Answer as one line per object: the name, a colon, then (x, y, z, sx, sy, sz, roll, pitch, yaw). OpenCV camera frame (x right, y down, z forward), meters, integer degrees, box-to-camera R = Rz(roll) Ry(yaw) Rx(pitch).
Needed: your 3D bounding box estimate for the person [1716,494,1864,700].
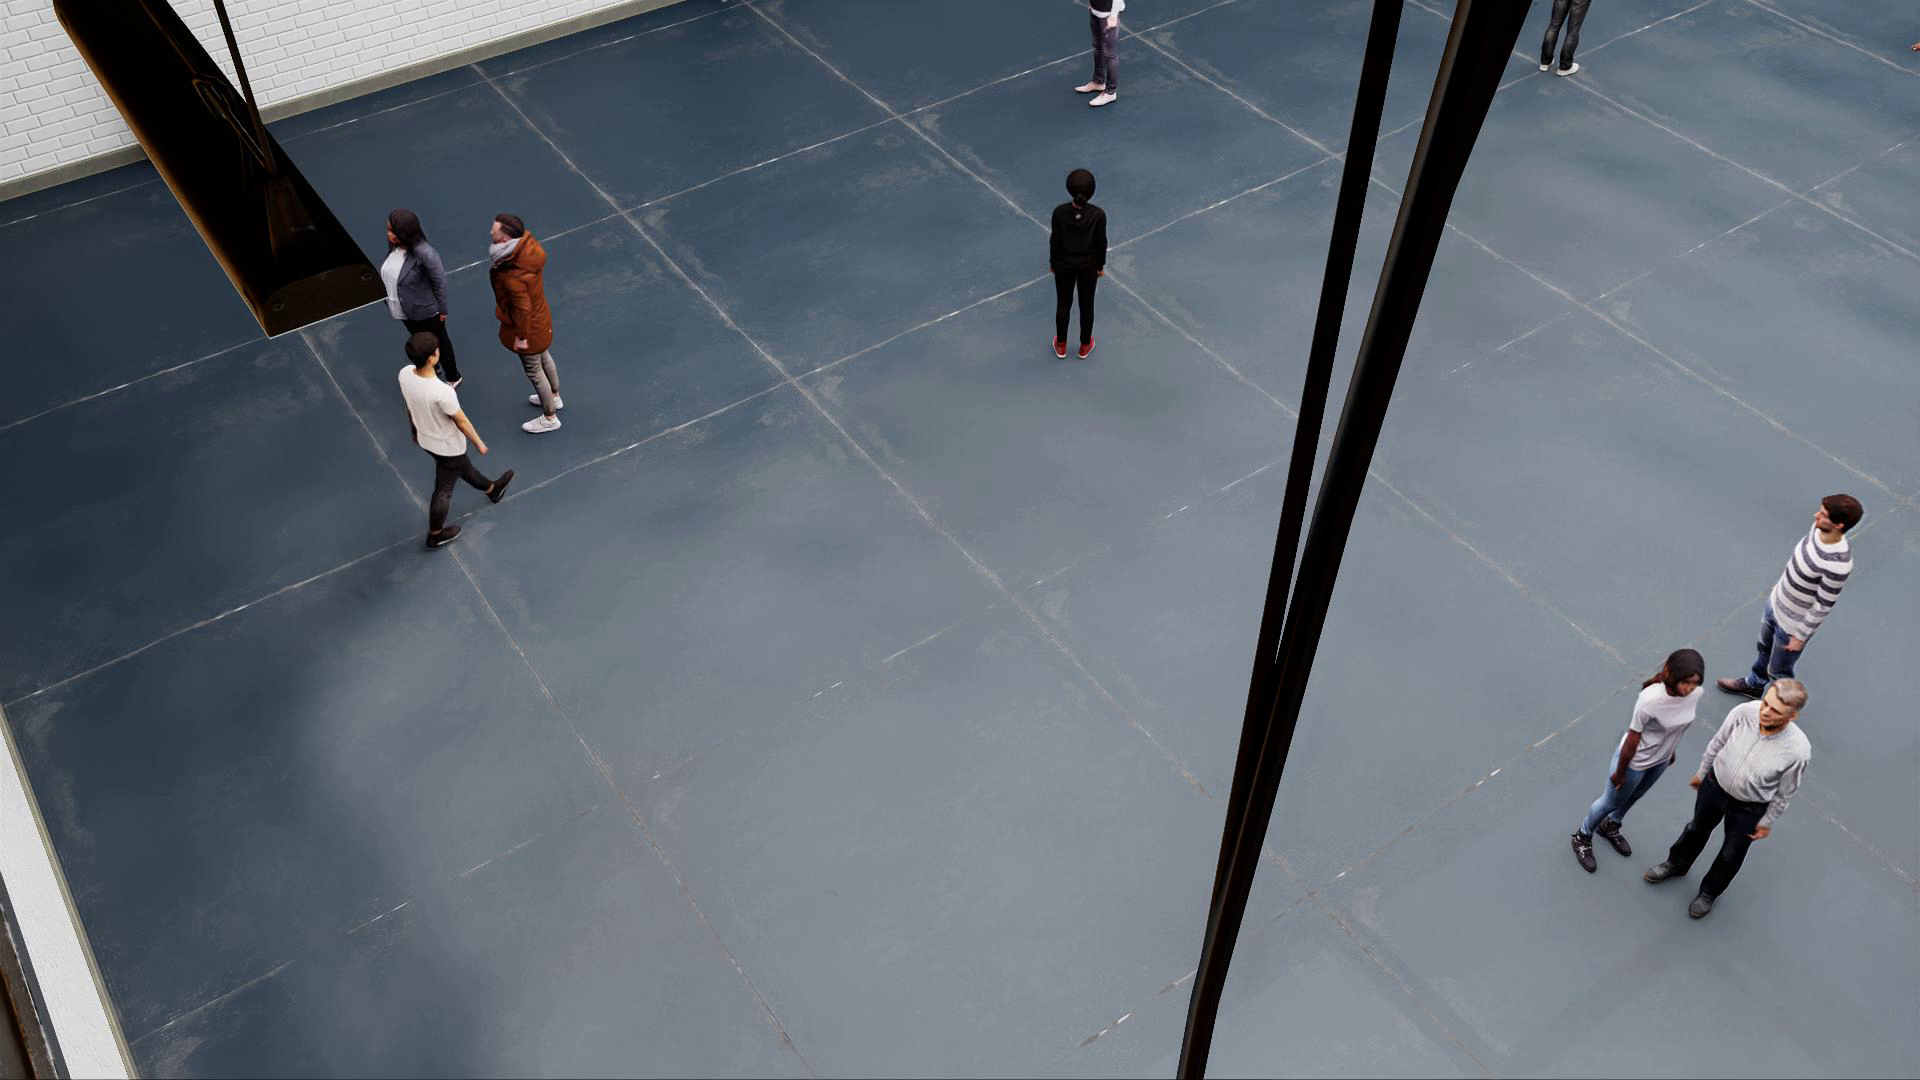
person: (5.116, 0.435, 10.170, 0.761, 1.852, 0.714, 5, 44, 5)

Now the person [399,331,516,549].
person: (-3.624, -0.651, 11.436, 0.845, 1.679, 1.145, 30, 51, 28)

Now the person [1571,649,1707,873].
person: (3.875, 1.230, 9.431, 0.506, 1.720, 0.683, -17, 46, -17)

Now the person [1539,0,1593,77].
person: (6.074, -5.480, 16.409, 0.693, 1.811, 0.627, 32, 52, 29)

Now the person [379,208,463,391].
person: (-4.136, -1.827, 12.730, 0.762, 1.597, 0.769, 26, 49, 25)

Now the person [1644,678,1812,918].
person: (4.302, 1.398, 9.183, 0.540, 1.820, 0.645, -25, 49, -24)

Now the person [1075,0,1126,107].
person: (1.400, -5.088, 15.989, 0.674, 1.824, 0.739, -16, 46, -16)

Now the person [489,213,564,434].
person: (-3.202, -1.625, 12.342, 0.891, 1.839, 0.850, -1, 44, -1)

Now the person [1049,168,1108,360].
person: (0.914, -2.155, 13.019, 0.650, 1.674, 0.727, 4, 44, 4)
